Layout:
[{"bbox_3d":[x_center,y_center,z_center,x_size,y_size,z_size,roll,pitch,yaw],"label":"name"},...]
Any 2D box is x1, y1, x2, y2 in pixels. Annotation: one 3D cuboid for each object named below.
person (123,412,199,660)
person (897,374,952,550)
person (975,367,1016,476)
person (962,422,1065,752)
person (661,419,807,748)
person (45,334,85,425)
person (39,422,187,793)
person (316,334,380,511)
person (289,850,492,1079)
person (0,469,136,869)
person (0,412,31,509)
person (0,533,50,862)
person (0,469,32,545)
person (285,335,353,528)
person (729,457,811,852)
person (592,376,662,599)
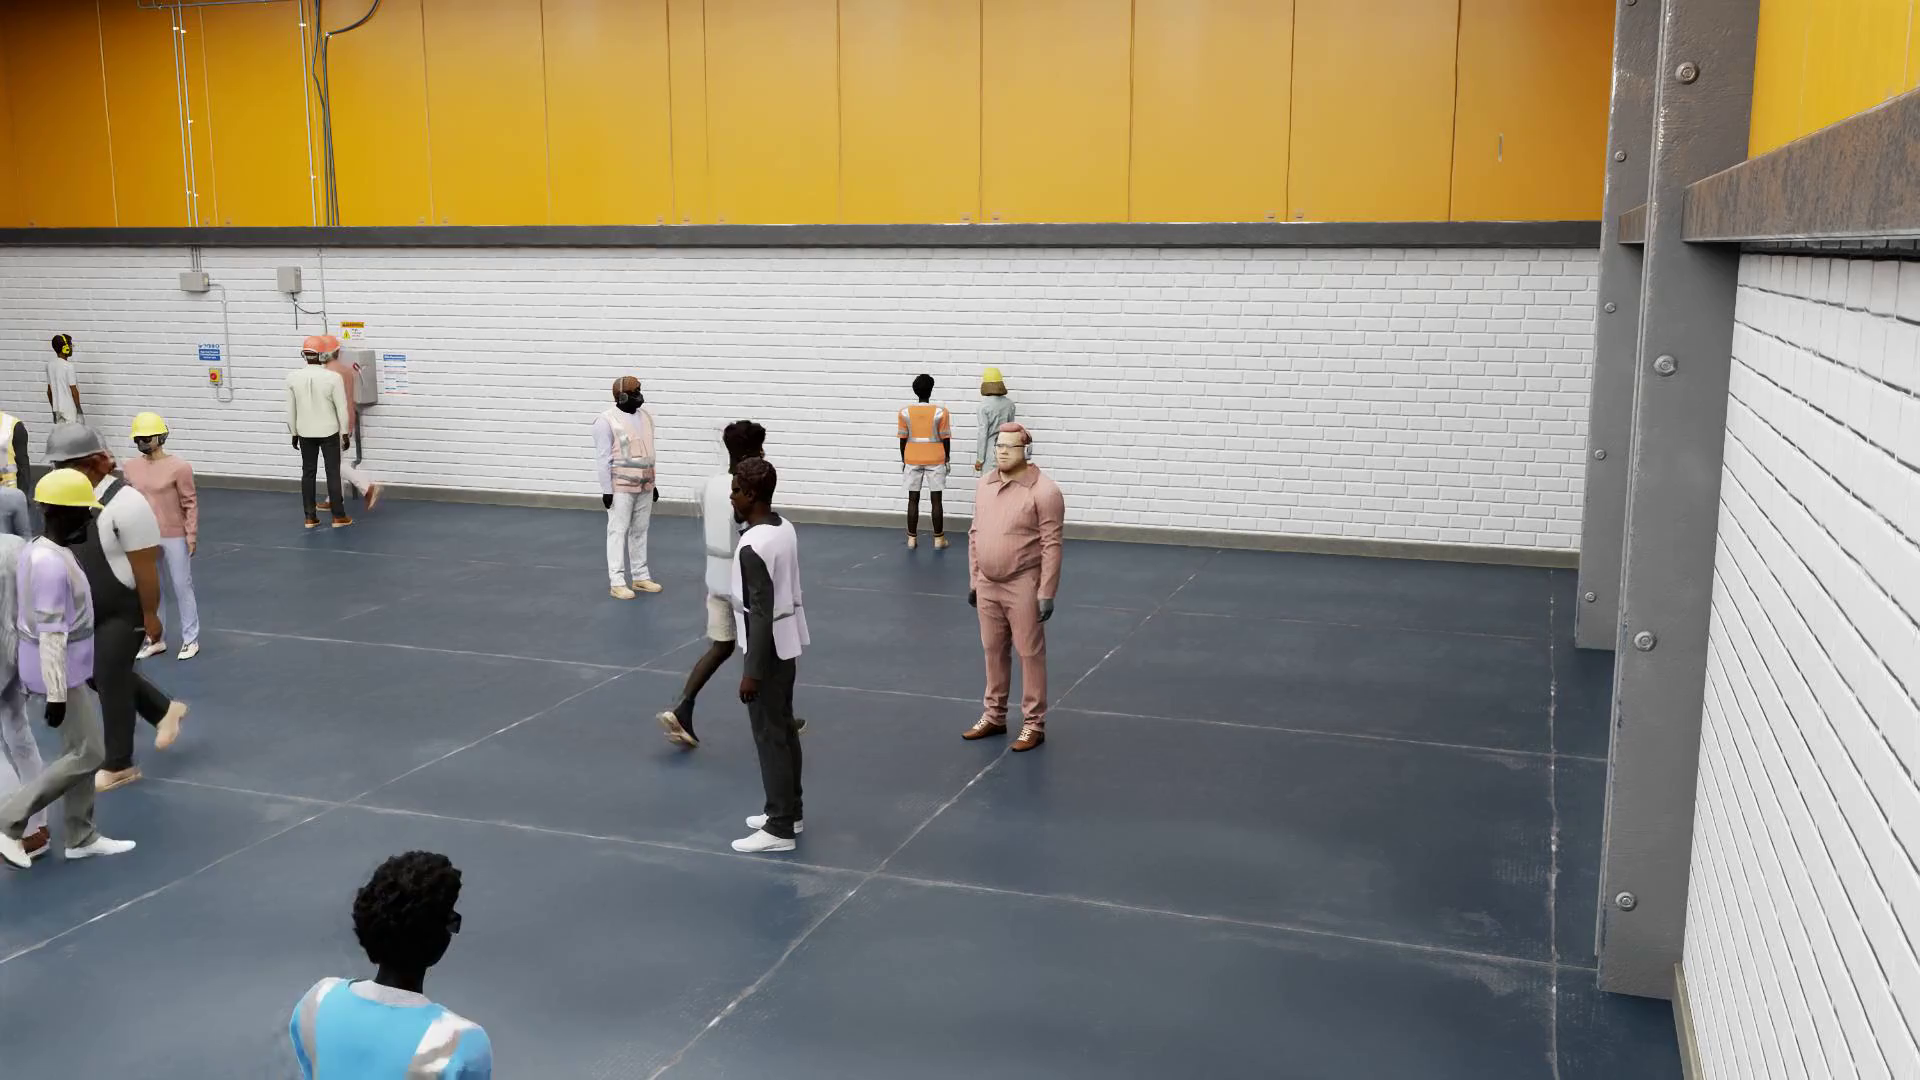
[{"bbox_3d":[-5.637,-0.022,11.717,0.533,1.767,0.327,1,10,6],"label":"person"},{"bbox_3d":[-0.335,-0.748,15.993,0.533,1.699,0.318,2,10,9],"label":"person"},{"bbox_3d":[0.331,-0.823,16.302,0.488,1.740,0.318,-9,13,-41],"label":"person"},{"bbox_3d":[0.286,0.264,9.694,0.651,1.913,0.409,9,13,40],"label":"person"},{"bbox_3d":[-1.328,0.258,9.681,0.610,1.935,0.869,10,14,43],"label":"person"},{"bbox_3d":[-10.647,-1.520,19.860,0.514,1.873,0.329,5,11,25],"label":"person"},{"bbox_3d":[-4.631,0.299,9.137,0.709,2.000,0.793,4,11,24],"label":"person"},{"bbox_3d":[-6.736,-1.261,18.126,0.810,1.971,0.635,1,10,7],"label":"person"},{"bbox_3d":[-1.221,1.481,3.598,0.530,1.640,0.899,4,11,21],"label":"person"},{"bbox_3d":[-4.244,0.617,7.767,0.568,1.899,0.597,-6,12,-29],"label":"person"},{"bbox_3d":[-7.817,-0.353,13.372,0.625,1.844,0.429,-3,11,-17],"label":"person"},{"bbox_3d":[-4.573,0.616,7.917,0.399,1.873,0.614,1,10,3],"label":"person"},{"bbox_3d":[-6.305,0.201,10.832,0.497,1.633,0.285,-7,12,-33],"label":"person"},{"bbox_3d":[-6.639,-1.119,17.246,0.622,1.993,0.382,0,10,-2],"label":"person"},{"bbox_3d":[-0.922,0.554,8.053,0.375,1.915,0.592,1,10,7],"label":"person"},{"bbox_3d":[-2.749,-0.443,13.875,0.429,1.843,0.633,6,12,33],"label":"person"}]
